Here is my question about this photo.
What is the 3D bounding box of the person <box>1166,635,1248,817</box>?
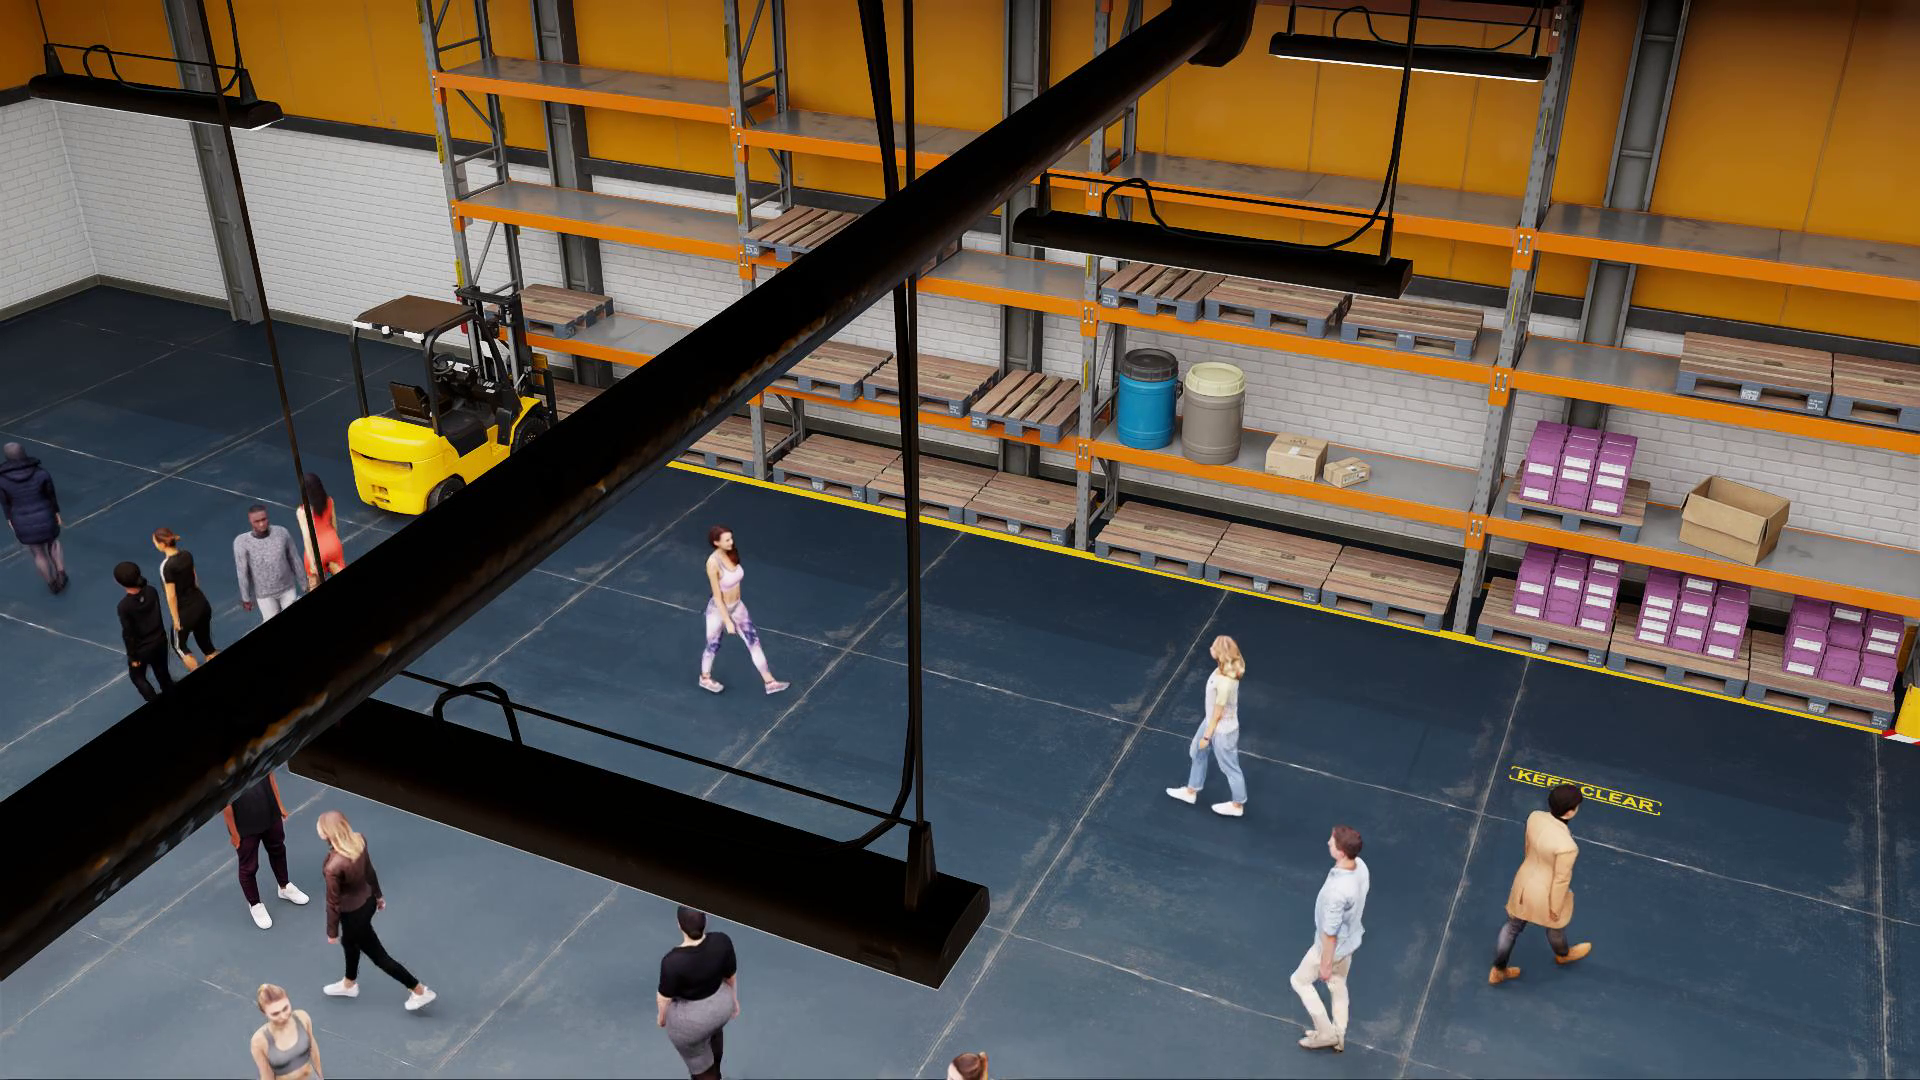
[{"bbox_3d":[2.216,1.548,13.445,0.967,1.698,0.753,5,29,9],"label":"person"}]

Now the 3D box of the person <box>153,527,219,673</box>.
[{"bbox_3d":[-6.936,0.655,15.134,0.648,1.647,0.659,6,29,10],"label":"person"}]

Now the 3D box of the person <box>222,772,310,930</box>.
[{"bbox_3d":[-5.287,2.046,12.442,0.626,1.784,0.658,18,34,30],"label":"person"}]

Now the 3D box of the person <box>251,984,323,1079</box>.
[{"bbox_3d":[-4.106,3.351,10.157,0.730,1.681,0.896,-25,37,-38],"label":"person"}]

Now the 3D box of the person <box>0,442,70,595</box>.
[{"bbox_3d":[-9.276,-0.187,16.657,0.784,1.667,0.814,-17,33,-28],"label":"person"}]

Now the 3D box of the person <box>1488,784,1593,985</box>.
[{"bbox_3d":[4.036,2.471,11.760,1.139,1.690,1.100,-12,31,-20],"label":"person"}]

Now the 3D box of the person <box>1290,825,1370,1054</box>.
[{"bbox_3d":[2.601,2.734,11.125,0.683,1.836,0.714,18,33,29],"label":"person"}]

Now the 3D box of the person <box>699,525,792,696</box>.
[{"bbox_3d":[-2.200,0.664,15.042,1.120,1.721,0.598,14,31,23],"label":"person"}]

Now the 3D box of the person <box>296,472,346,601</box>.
[{"bbox_3d":[-6.063,0.165,16.013,1.152,1.666,0.736,18,33,29],"label":"person"}]

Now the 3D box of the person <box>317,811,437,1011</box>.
[{"bbox_3d":[-4.095,2.606,11.534,1.182,1.669,0.878,3,29,5],"label":"person"}]

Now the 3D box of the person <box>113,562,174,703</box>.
[{"bbox_3d":[-7.073,0.936,14.597,0.564,1.668,0.608,15,32,25],"label":"person"}]

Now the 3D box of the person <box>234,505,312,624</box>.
[{"bbox_3d":[-6.350,0.447,15.337,0.888,1.818,0.943,-24,36,-36],"label":"person"}]

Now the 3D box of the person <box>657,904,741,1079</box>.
[{"bbox_3d":[-1.596,3.084,10.587,0.819,1.737,0.913,-23,36,-36],"label":"person"}]
